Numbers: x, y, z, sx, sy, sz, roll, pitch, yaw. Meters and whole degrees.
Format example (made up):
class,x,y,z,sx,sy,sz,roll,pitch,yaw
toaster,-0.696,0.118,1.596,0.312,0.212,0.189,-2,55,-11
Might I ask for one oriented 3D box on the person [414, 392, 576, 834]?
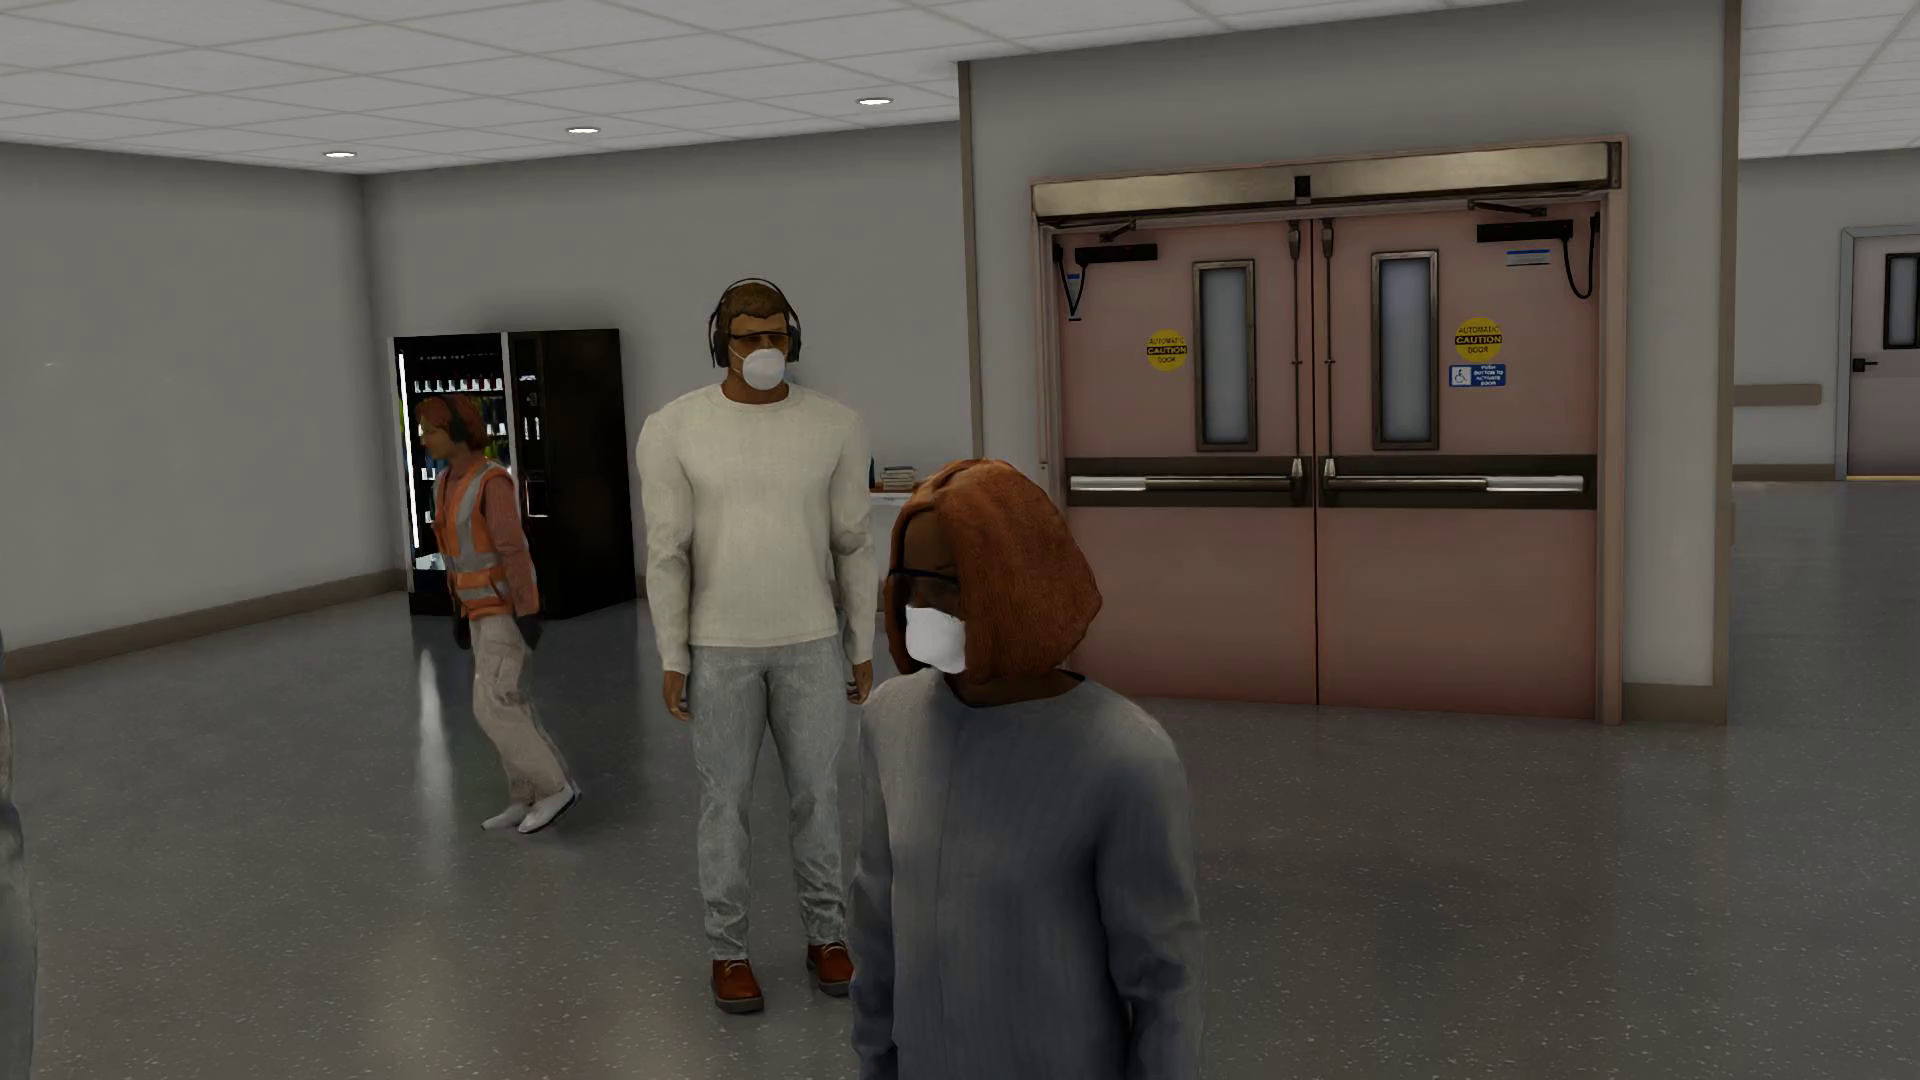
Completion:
class,x,y,z,sx,sy,sz,roll,pitch,yaw
person,-1.703,0.273,6.011,0.391,1.613,0.522,-7,9,-34

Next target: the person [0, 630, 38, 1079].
class,x,y,z,sx,sy,sz,roll,pitch,yaw
person,-1.319,0.650,1.775,0.633,1.938,0.356,-4,8,-10

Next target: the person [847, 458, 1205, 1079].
class,x,y,z,sx,sy,sz,roll,pitch,yaw
person,0.062,0.713,2.026,0.508,1.631,0.269,4,10,41

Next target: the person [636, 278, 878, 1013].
class,x,y,z,sx,sy,sz,roll,pitch,yaw
person,-0.514,0.281,4.426,0.622,1.932,0.371,-4,8,-15
